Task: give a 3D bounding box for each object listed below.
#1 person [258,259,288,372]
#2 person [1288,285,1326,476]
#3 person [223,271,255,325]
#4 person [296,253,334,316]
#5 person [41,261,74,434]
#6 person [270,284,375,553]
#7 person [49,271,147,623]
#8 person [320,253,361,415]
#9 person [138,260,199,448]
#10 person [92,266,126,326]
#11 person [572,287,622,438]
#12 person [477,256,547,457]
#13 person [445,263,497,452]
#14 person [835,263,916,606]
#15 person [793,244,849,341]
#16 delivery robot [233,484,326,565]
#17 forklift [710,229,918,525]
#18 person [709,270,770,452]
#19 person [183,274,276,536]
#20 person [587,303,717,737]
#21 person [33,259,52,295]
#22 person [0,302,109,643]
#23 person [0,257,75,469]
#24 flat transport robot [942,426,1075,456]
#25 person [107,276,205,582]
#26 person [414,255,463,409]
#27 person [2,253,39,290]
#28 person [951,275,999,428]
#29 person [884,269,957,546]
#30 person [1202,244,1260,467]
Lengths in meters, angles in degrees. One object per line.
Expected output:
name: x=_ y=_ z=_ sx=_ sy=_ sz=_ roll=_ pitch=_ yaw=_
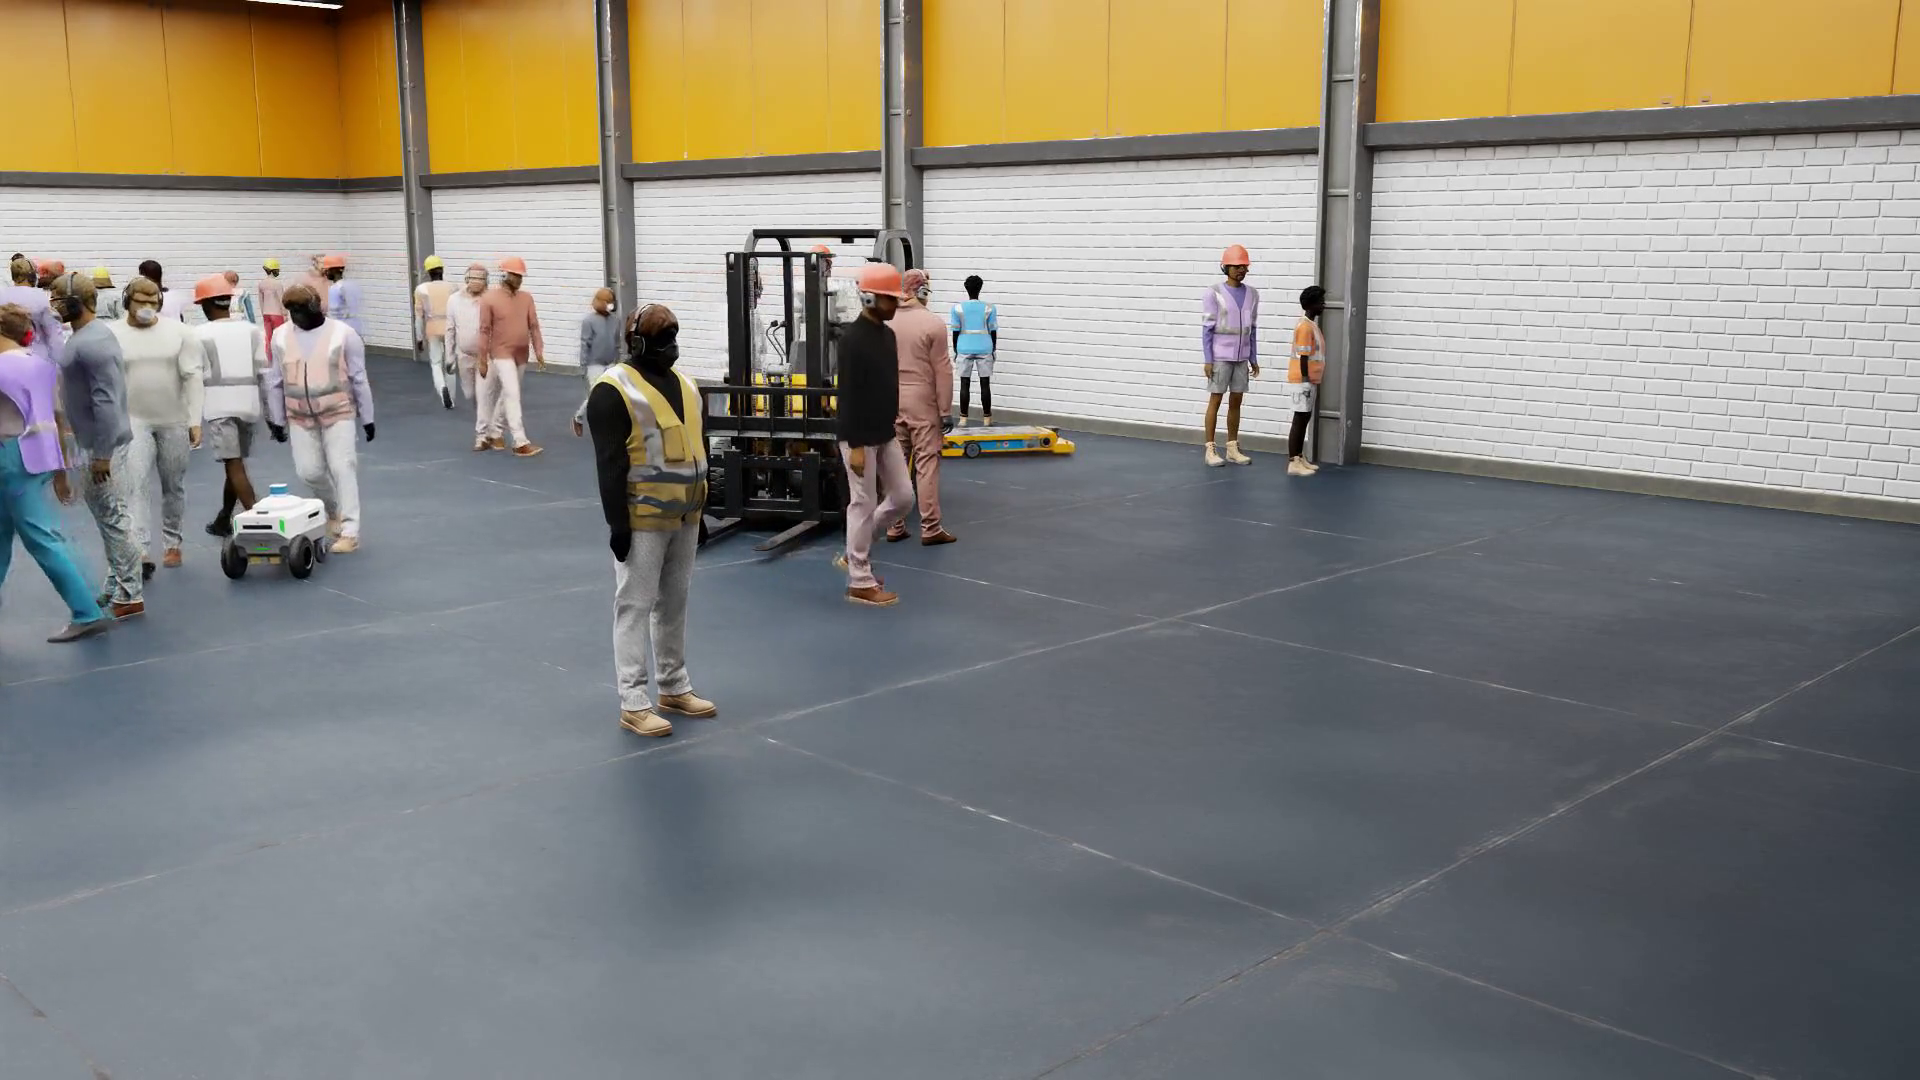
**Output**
person: x=-10.662 y=-3.483 z=25.886 sx=0.524 sy=1.769 sz=0.314 roll=5 pitch=12 yaw=26
person: x=3.092 y=-1.418 z=14.832 sx=0.317 sy=1.693 sz=0.534 roll=4 pitch=11 yaw=20
person: x=-10.595 y=-3.120 z=24.320 sx=0.549 sy=1.601 sz=0.792 roll=-3 pitch=11 yaw=-16
person: x=-9.108 y=-3.134 z=23.655 sx=0.596 sy=1.885 sz=0.658 roll=7 pitch=13 yaw=35
person: x=-9.497 y=-2.066 z=17.926 sx=0.628 sy=1.867 sz=0.611 roll=-7 pitch=12 yaw=-33
person: x=-4.307 y=-0.834 z=11.311 sx=0.688 sy=1.815 sz=0.575 roll=0 pitch=10 yaw=0
person: x=-4.765 y=-0.508 z=9.197 sx=0.359 sy=1.936 sz=0.632 roll=-6 pitch=12 yaw=-31
person: x=-7.396 y=-2.416 z=19.643 sx=0.778 sy=1.910 sz=0.557 roll=0 pitch=10 yaw=0
person: x=-8.010 y=-1.833 z=16.567 sx=0.829 sy=1.880 sz=0.615 roll=1 pitch=10 yaw=7
person: x=-10.826 y=-2.592 z=21.095 sx=0.493 sy=1.742 sz=0.301 roll=-3 pitch=11 yaw=-16
person: x=-3.697 y=-1.778 z=17.009 sx=0.487 sy=1.616 sz=0.508 roll=7 pitch=13 yaw=35
person: x=-4.422 y=-1.801 z=16.298 sx=1.011 sy=1.943 sz=0.599 roll=7 pitch=12 yaw=33
person: x=-4.834 y=-1.857 z=16.785 sx=0.636 sy=1.864 sz=0.922 roll=0 pitch=10 yaw=2
person: x=-0.495 y=-0.592 z=9.548 sx=0.448 sy=1.976 sz=0.641 roll=5 pitch=12 yaw=26
person: x=-1.445 y=-2.043 z=17.308 sx=0.605 sy=2.034 sz=0.390 roll=1 pitch=10 yaw=5
delivery robot: x=-4.311 y=-0.112 z=10.552 sx=0.477 sy=0.478 sz=0.707 roll=0 pitch=10 yaw=0
forklift: x=-1.050 y=-1.319 z=12.920 sx=1.214 sy=2.155 sz=2.313 roll=2 pitch=11 yaw=13
person: x=-1.898 y=-1.414 z=14.353 sx=0.752 sy=1.863 sz=0.583 roll=-4 pitch=11 yaw=-20
person: x=-5.037 y=-0.890 z=11.477 sx=1.039 sy=1.878 sz=0.570 roll=9 pitch=13 yaw=39
person: x=-1.303 y=-0.094 z=7.201 sx=0.429 sy=1.844 sz=0.626 roll=5 pitch=12 yaw=28
person: x=-10.170 y=-2.247 z=18.870 sx=0.953 sy=1.874 sz=0.583 roll=-5 pitch=11 yaw=-24
person: x=-4.950 y=-0.337 z=8.700 sx=0.858 sy=1.784 sz=0.554 roll=-2 pitch=11 yaw=-10
person: x=-8.401 y=-1.582 z=15.049 sx=0.638 sy=1.938 sz=0.357 roll=1 pitch=10 yaw=4
flat transport robot: x=0.347 y=-0.978 z=16.306 sx=1.431 sy=0.197 sz=0.652 roll=-3 pitch=11 yaw=-15
person: x=-5.045 y=-0.695 z=10.399 sx=0.618 sy=1.874 sz=1.012 roll=-5 pitch=12 yaw=-26
person: x=-6.310 y=-2.515 z=20.265 sx=0.596 sy=1.902 sz=0.733 roll=-5 pitch=11 yaw=-25
person: x=-14.015 y=-3.355 z=24.906 sx=0.532 sy=1.870 sz=0.316 roll=-6 pitch=12 yaw=-29
person: x=0.162 y=-2.082 z=18.435 sx=0.533 sy=1.697 sz=0.318 roll=0 pitch=10 yaw=-1
person: x=-0.308 y=-0.912 z=11.501 sx=0.639 sy=1.902 sz=0.407 roll=6 pitch=12 yaw=31
person: x=2.523 y=-1.704 z=15.429 sx=0.605 sy=2.045 sz=0.382 roll=-5 pitch=12 yaw=-25
